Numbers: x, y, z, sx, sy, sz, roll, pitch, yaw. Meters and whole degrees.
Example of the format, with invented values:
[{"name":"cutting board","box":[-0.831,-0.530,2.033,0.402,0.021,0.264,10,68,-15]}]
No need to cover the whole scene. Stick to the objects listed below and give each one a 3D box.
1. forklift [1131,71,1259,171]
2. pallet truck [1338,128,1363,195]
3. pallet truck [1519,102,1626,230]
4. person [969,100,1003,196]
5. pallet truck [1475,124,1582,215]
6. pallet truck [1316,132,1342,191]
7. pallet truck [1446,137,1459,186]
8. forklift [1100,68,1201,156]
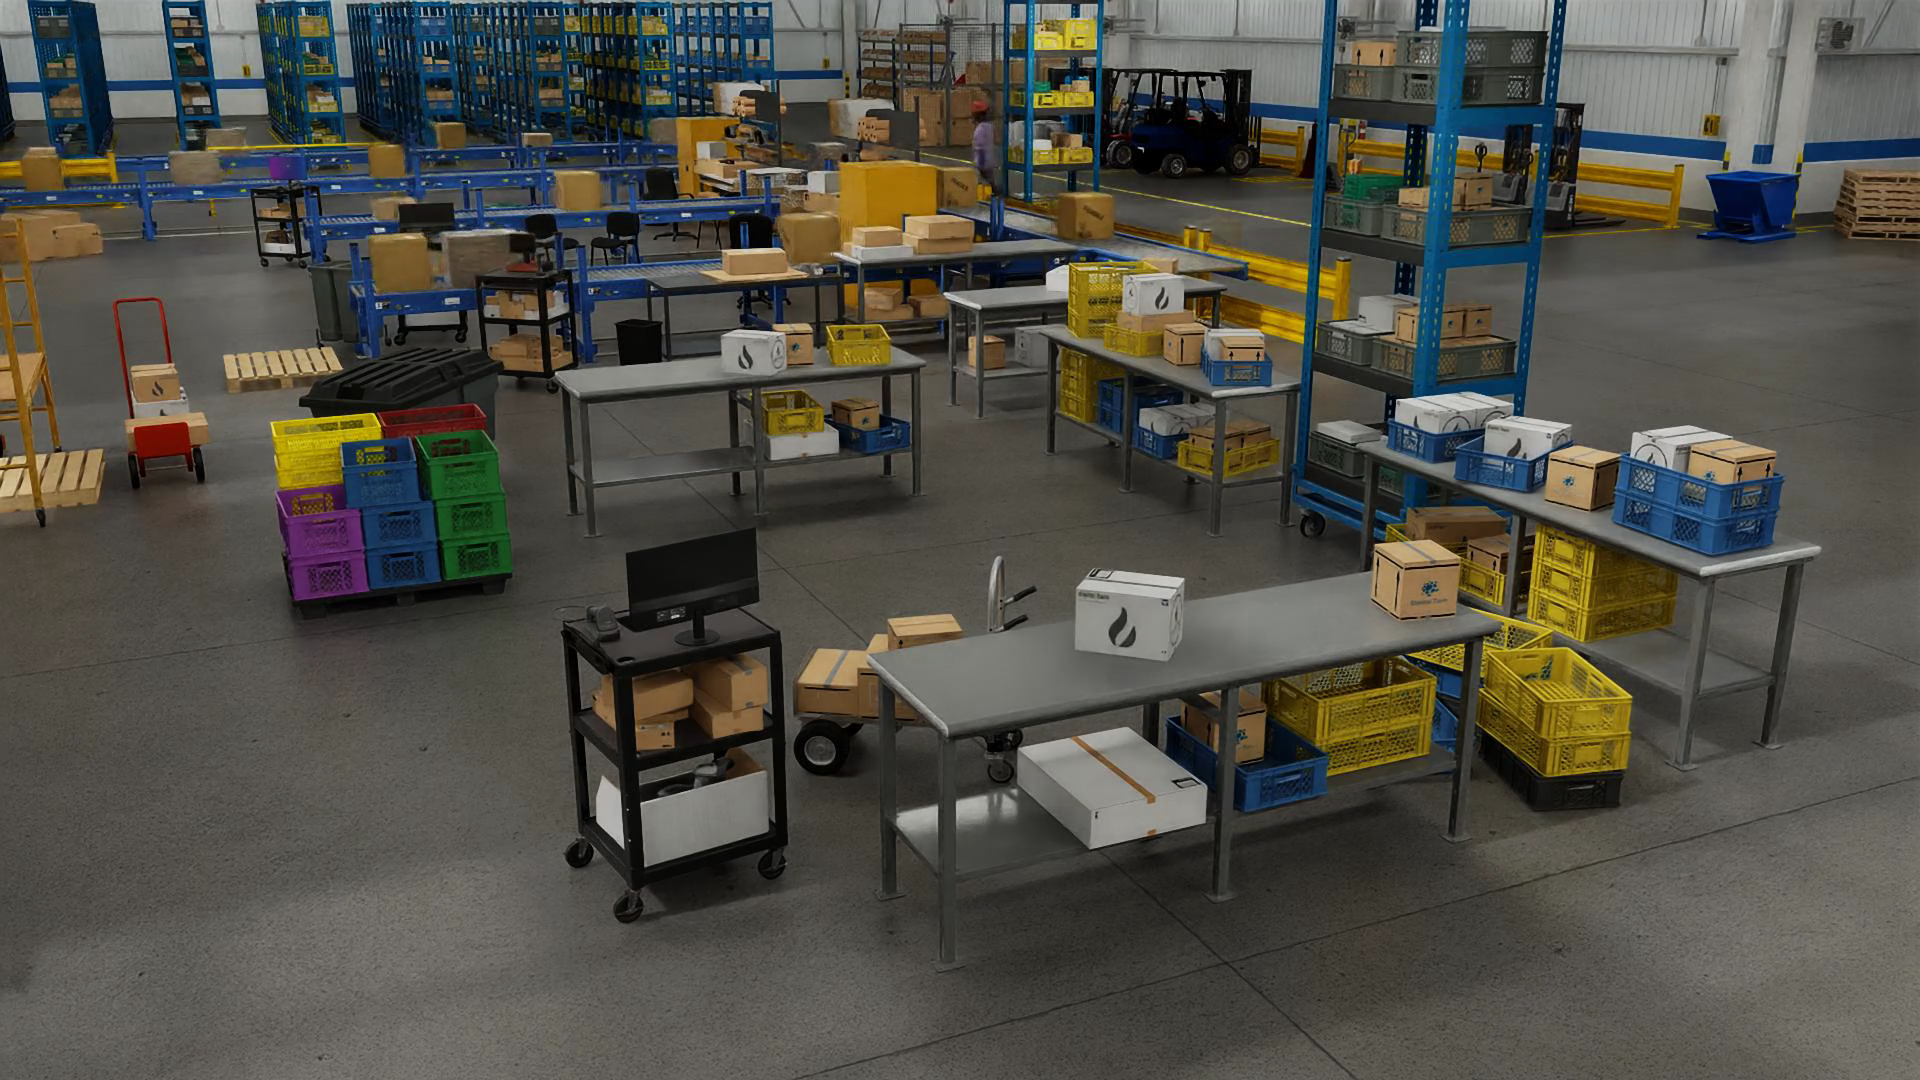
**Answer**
[{"name":"forklift","box":[4.998,-8.936,35.413,2.680,1.987,1.157,-9,20,-25]},{"name":"pallet truck","box":[7.845,-7.140,31.411,1.522,1.261,0.704,-9,20,-25]},{"name":"pallet truck","box":[9.972,-6.037,26.785,1.885,1.965,0.823,-9,20,-25]},{"name":"person","box":[0.381,-6.203,27.316,1.042,2.000,0.608,7,19,20]},{"name":"pallet truck","box":[9.707,-6.455,28.103,1.885,1.965,0.823,-7,19,-20]},{"name":"pallet truck","box":[7.723,-7.504,32.656,1.601,1.201,0.680,-8,19,-23]},{"name":"pallet truck","box":[9.184,-6.485,29.328,1.630,1.274,0.653,-8,19,-23]},{"name":"forklift","box":[4.082,-9.564,37.410,2.680,1.987,1.157,-8,19,-23]}]
